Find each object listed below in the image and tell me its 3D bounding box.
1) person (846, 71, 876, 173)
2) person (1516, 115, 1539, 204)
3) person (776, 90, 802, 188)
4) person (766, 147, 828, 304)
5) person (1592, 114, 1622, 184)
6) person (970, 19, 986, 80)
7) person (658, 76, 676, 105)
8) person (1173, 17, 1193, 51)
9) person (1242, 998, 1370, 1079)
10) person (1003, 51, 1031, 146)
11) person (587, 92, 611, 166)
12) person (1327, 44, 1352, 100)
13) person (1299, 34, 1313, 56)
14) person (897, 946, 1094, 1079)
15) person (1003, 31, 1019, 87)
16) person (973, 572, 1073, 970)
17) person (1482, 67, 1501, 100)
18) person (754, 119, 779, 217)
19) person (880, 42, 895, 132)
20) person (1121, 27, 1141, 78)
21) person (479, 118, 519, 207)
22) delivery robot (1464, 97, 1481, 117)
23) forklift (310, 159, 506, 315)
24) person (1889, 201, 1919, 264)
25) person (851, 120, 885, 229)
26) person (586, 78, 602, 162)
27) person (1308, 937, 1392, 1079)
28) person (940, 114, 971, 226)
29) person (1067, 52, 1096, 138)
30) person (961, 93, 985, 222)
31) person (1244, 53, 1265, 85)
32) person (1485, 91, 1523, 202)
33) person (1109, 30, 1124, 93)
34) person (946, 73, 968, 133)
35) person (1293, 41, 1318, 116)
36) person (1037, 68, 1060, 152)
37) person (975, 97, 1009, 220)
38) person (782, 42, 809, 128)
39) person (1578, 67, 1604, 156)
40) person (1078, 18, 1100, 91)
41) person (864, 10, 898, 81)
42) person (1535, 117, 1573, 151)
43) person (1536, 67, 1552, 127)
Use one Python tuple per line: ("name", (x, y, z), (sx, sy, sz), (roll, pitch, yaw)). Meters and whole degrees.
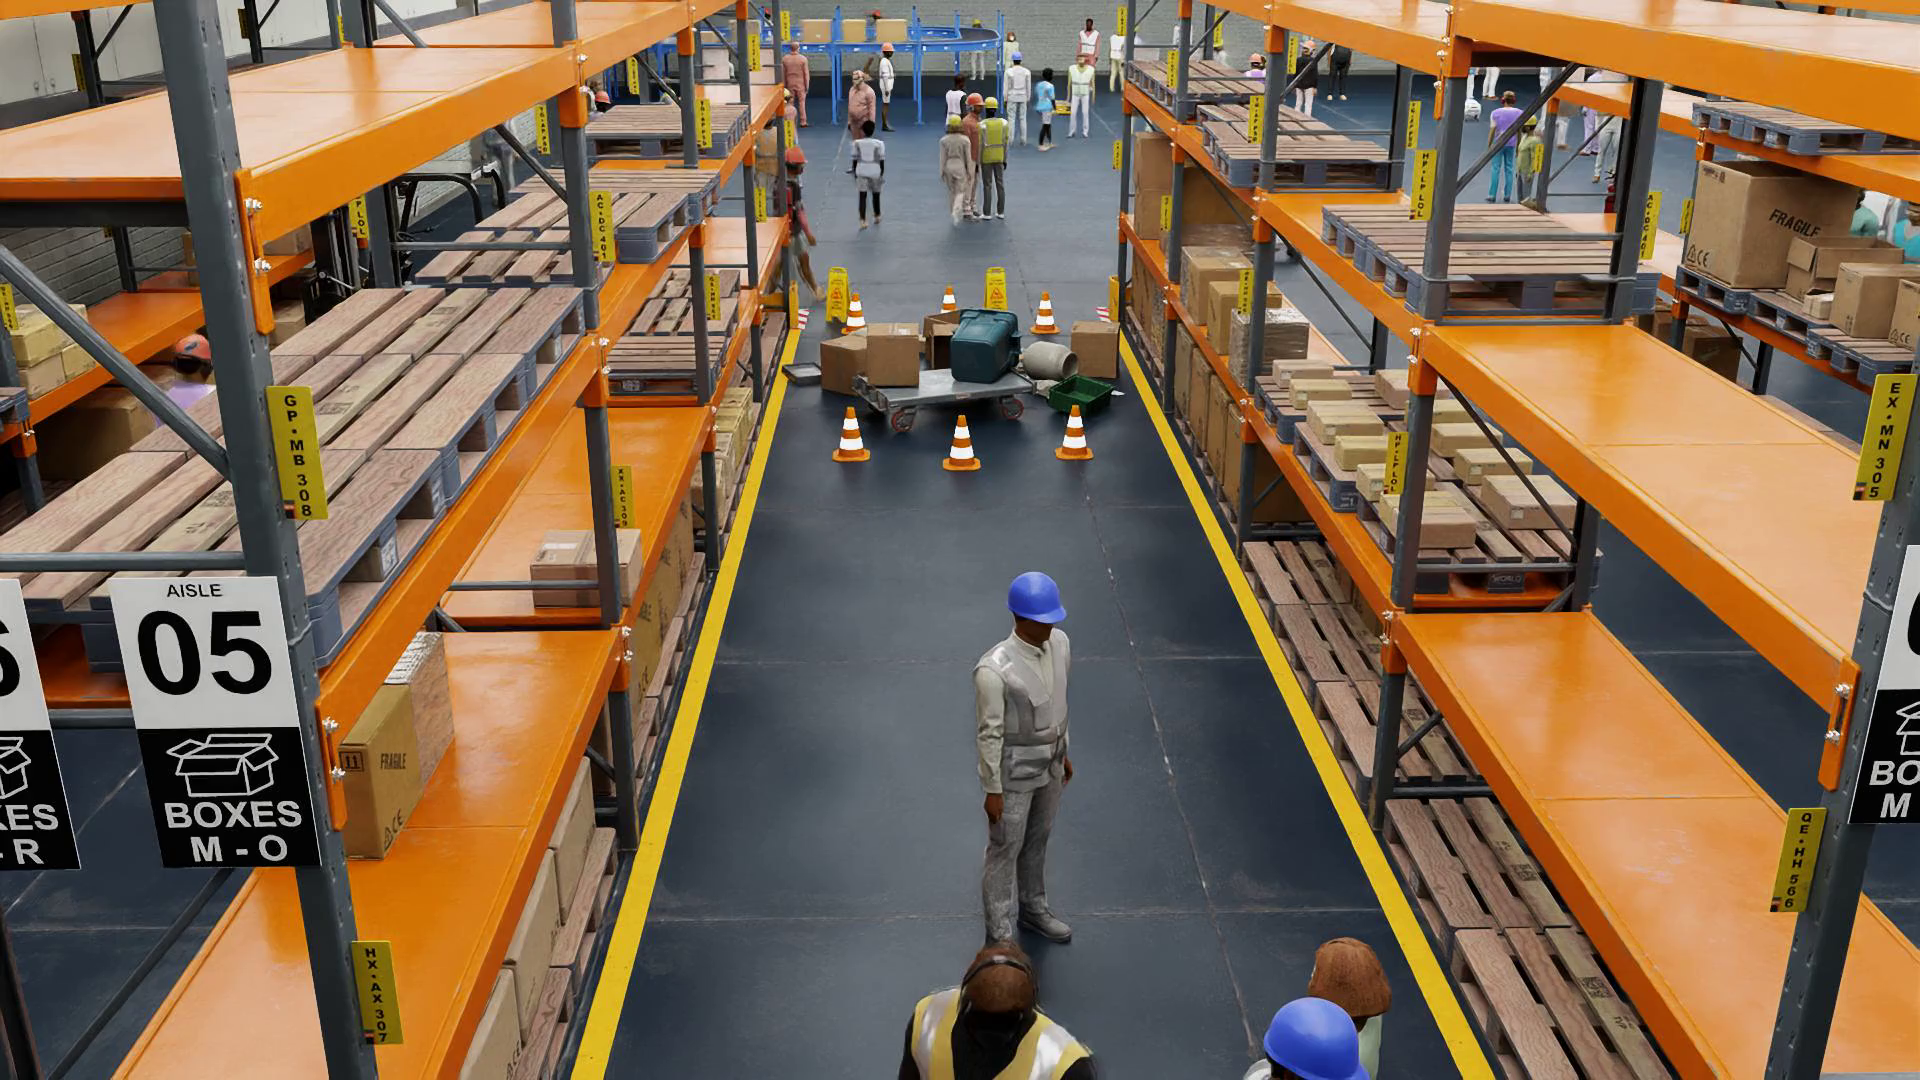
("person", (-1.882, -7.843, 31.278), (0.639, 1.904, 0.402), (18, 27, 39))
("person", (8.756, -5.707, 25.820), (0.316, 1.767, 0.535), (-1, 21, -3))
("person", (-3.089, -7.128, 29.599), (0.367, 1.758, 0.524), (15, 25, 34))
("person", (-1.985, -3.844, 20.579), (1.054, 1.985, 0.626), (-5, 21, -13))
("person", (11.862, -7.462, 30.218), (0.635, 1.937, 0.352), (8, 22, 21))
("person", (0.522, -14.439, 48.950), (0.531, 1.735, 0.340), (-5, 21, -14))
("person", (-5.430, -7.669, 30.911), (0.430, 1.839, 0.619), (-3, 21, -8))
("person", (6.522, -14.452, 48.779), (0.579, 1.879, 0.366), (-4, 21, -10))
("person", (0.910, 2.155, 4.798), (0.402, 1.940, 0.602), (3, 21, 9))
("person", (1.200, -9.294, 35.072), (0.600, 1.940, 0.421), (-7, 22, -17))
("person", (-5.865, -6.398, 27.422), (0.542, 1.928, 0.374), (16, 26, 35))
("person", (9.984, -12.590, 43.631), (0.688, 2.000, 0.536), (-2, 21, -6))
("person", (9.916, -14.084, 47.710), (0.403, 1.945, 0.614), (9, 23, 22))
("person", (0.081, 2.050, 5.243), (0.668, 1.831, 0.434), (14, 25, 33))
("person", (1.383, -13.005, 45.294), (0.509, 1.632, 0.269), (-9, 23, -23))
("person", (0.313, 1.049, 7.708), (0.391, 1.946, 0.615), (17, 26, 37))
("person", (14.043, -12.590, 43.795), (0.365, 1.928, 0.636), (-6, 22, -16))
("person", (-2.935, -5.691, 25.538), (0.542, 1.939, 0.366), (-2, 21, -5))
("person", (-1.628, -10.193, 37.437), (0.360, 1.939, 0.543), (0, 21, 0))
("person", (4.602, -12.854, 44.522), (0.603, 1.897, 0.685), (19, 28, 41))
("person", (-7.728, -6.489, 27.871), (0.663, 1.768, 0.923), (-2, 21, -4))
("delivery robot", (12.096, -10.252, 39.387), (0.477, 0.478, 0.707), (1, 21, 3))
("forklift", (-5.622, -2.910, 17.832), (2.313, 2.155, 1.214), (-1, 21, -1))
("person", (10.304, -2.831, 18.129), (0.405, 1.833, 0.683), (-7, 22, -17))
("person", (-1.433, -5.735, 26.054), (0.547, 1.648, 0.867), (3, 21, 7))
("person", (-7.222, -8.275, 32.839), (0.344, 1.612, 0.559), (9, 23, 23))
("person", (1.240, 2.036, 5.538), (0.276, 1.633, 0.507), (8, 22, 21))
("person", (-0.084, -5.800, 26.113), (0.494, 1.720, 0.685), (5, 21, 13))
("person", (2.663, -9.724, 36.355), (0.643, 1.828, 0.408), (3, 21, 8))
("person", (0.222, -6.121, 26.595), (0.378, 1.996, 0.611), (8, 22, 20))
("person", (6.093, -9.117, 34.595), (0.552, 1.934, 0.373), (-4, 21, -12))
("person", (9.259, -6.689, 28.306), (0.571, 1.843, 0.373), (-1, 21, -2))
("person", (4.306, -13.097, 45.270), (0.585, 1.837, 0.487), (16, 26, 35))
("person", (-0.048, -7.611, 30.649), (0.392, 1.914, 0.587), (-14, 25, -33))
("person", (7.755, -10.155, 37.274), (0.611, 1.985, 0.393), (19, 28, 40))
("person", (1.887, -8.890, 34.357), (0.723, 1.666, 0.546), (-10, 23, -25))
("person", (0.500, -6.107, 26.651), (0.585, 1.928, 0.379), (-9, 22, -22))
("person", (-3.748, -10.428, 38.104), (0.651, 1.906, 0.403), (5, 21, 12))
("person", (12.838, -8.756, 33.684), (0.653, 1.906, 0.405), (-11, 23, -27))
("person", (3.560, -13.436, 46.035), (0.591, 1.922, 0.392), (8, 22, 20))
("person", (-2.368, -14.434, 48.585), (1.051, 1.980, 0.613), (-12, 24, -30))
("person", (12.427, -9.067, 34.506), (0.710, 1.920, 0.641), (9, 23, 23))
("person", (13.455, -10.469, 38.158), (0.405, 1.943, 0.614), (5, 21, 12))
